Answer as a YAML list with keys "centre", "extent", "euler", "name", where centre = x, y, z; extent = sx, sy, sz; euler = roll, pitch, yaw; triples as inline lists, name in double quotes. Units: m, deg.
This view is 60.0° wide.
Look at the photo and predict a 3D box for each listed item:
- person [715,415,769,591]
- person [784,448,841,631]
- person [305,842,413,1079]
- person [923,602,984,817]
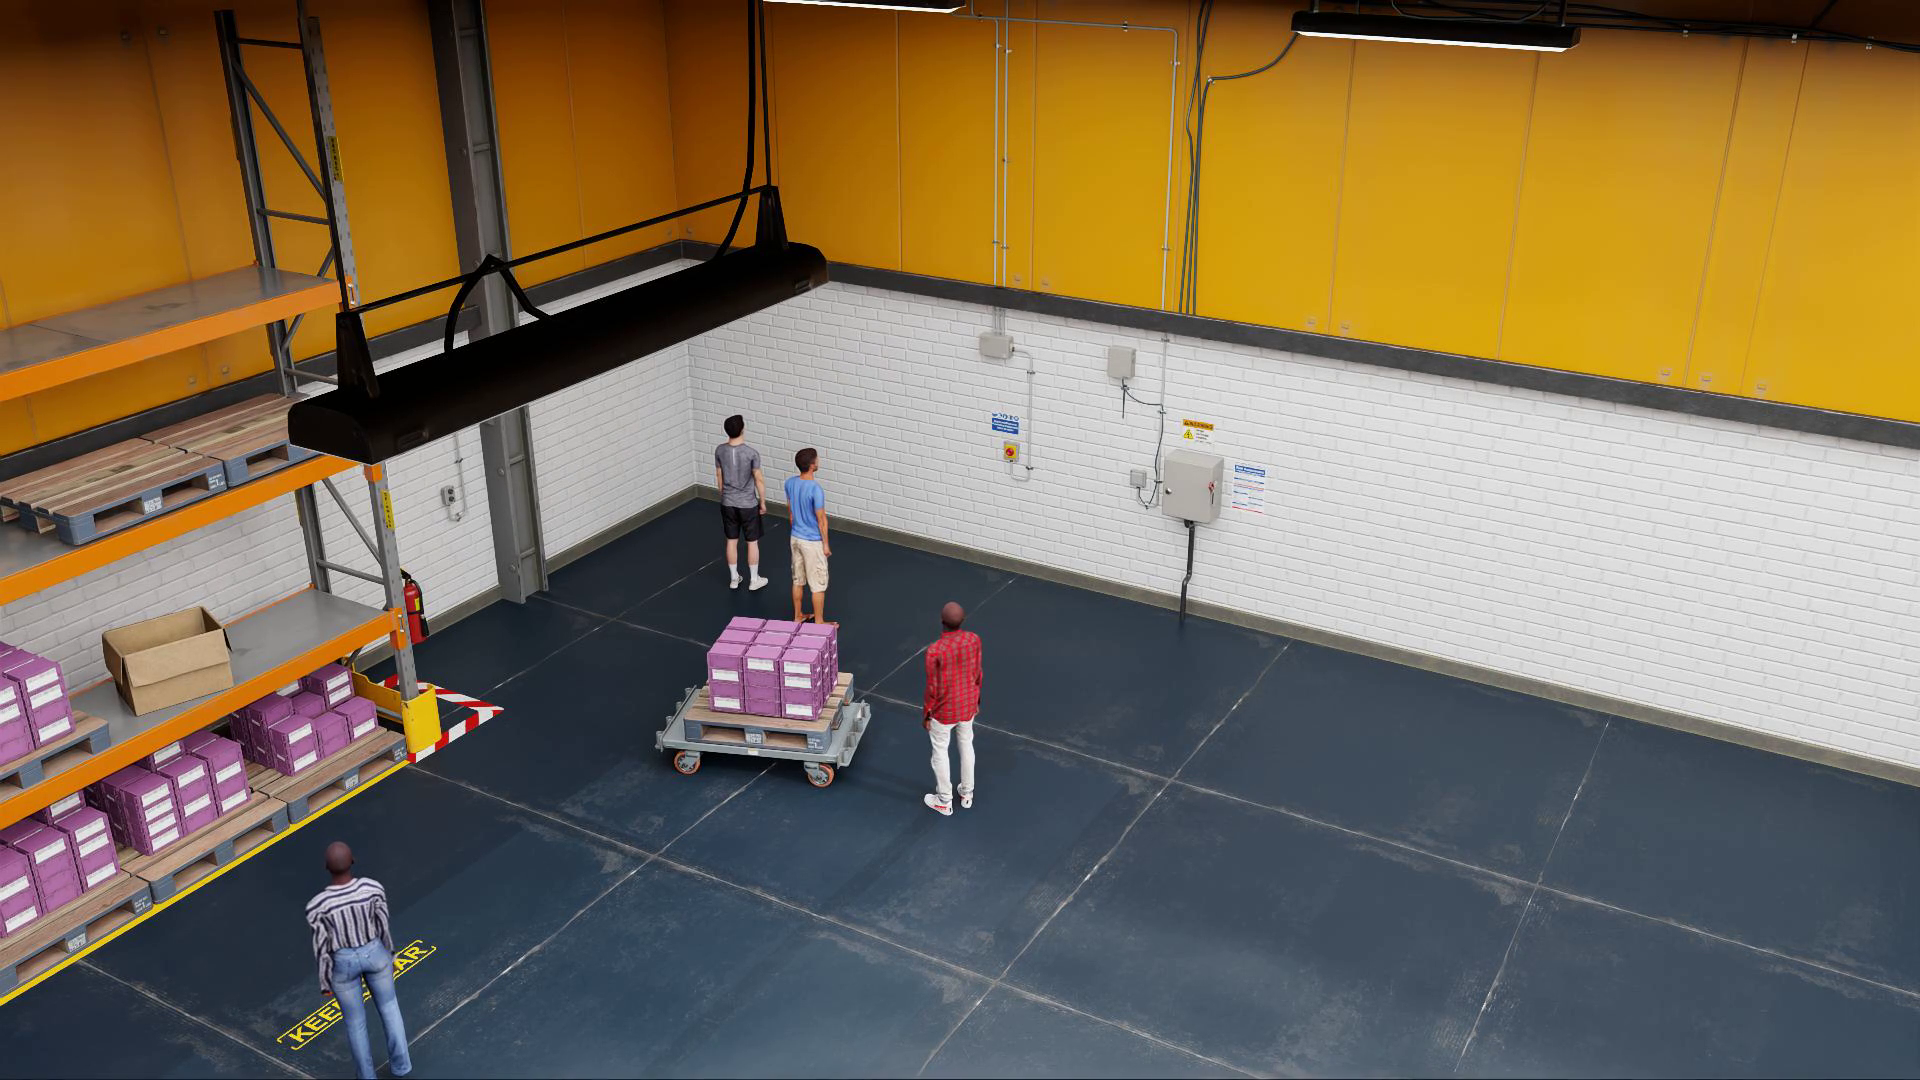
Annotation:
- centre: [-2.234, -0.382, 16.854]
  extent: [0.710, 1.871, 0.649]
  euler: [6, 24, 14]
  name: "person"
- centre: [-1.460, -0.003, 15.997]
  extent: [0.679, 1.864, 0.612]
  euler: [19, 30, 36]
  name: "person"
- centre: [-3.647, 2.606, 10.113]
  extent: [0.625, 1.795, 0.761]
  euler: [-15, 28, -31]
  name: "person"
- centre: [-0.054, 1.301, 13.068]
  extent: [0.705, 1.820, 0.816]
  euler: [-12, 26, -26]
  name: "person"
